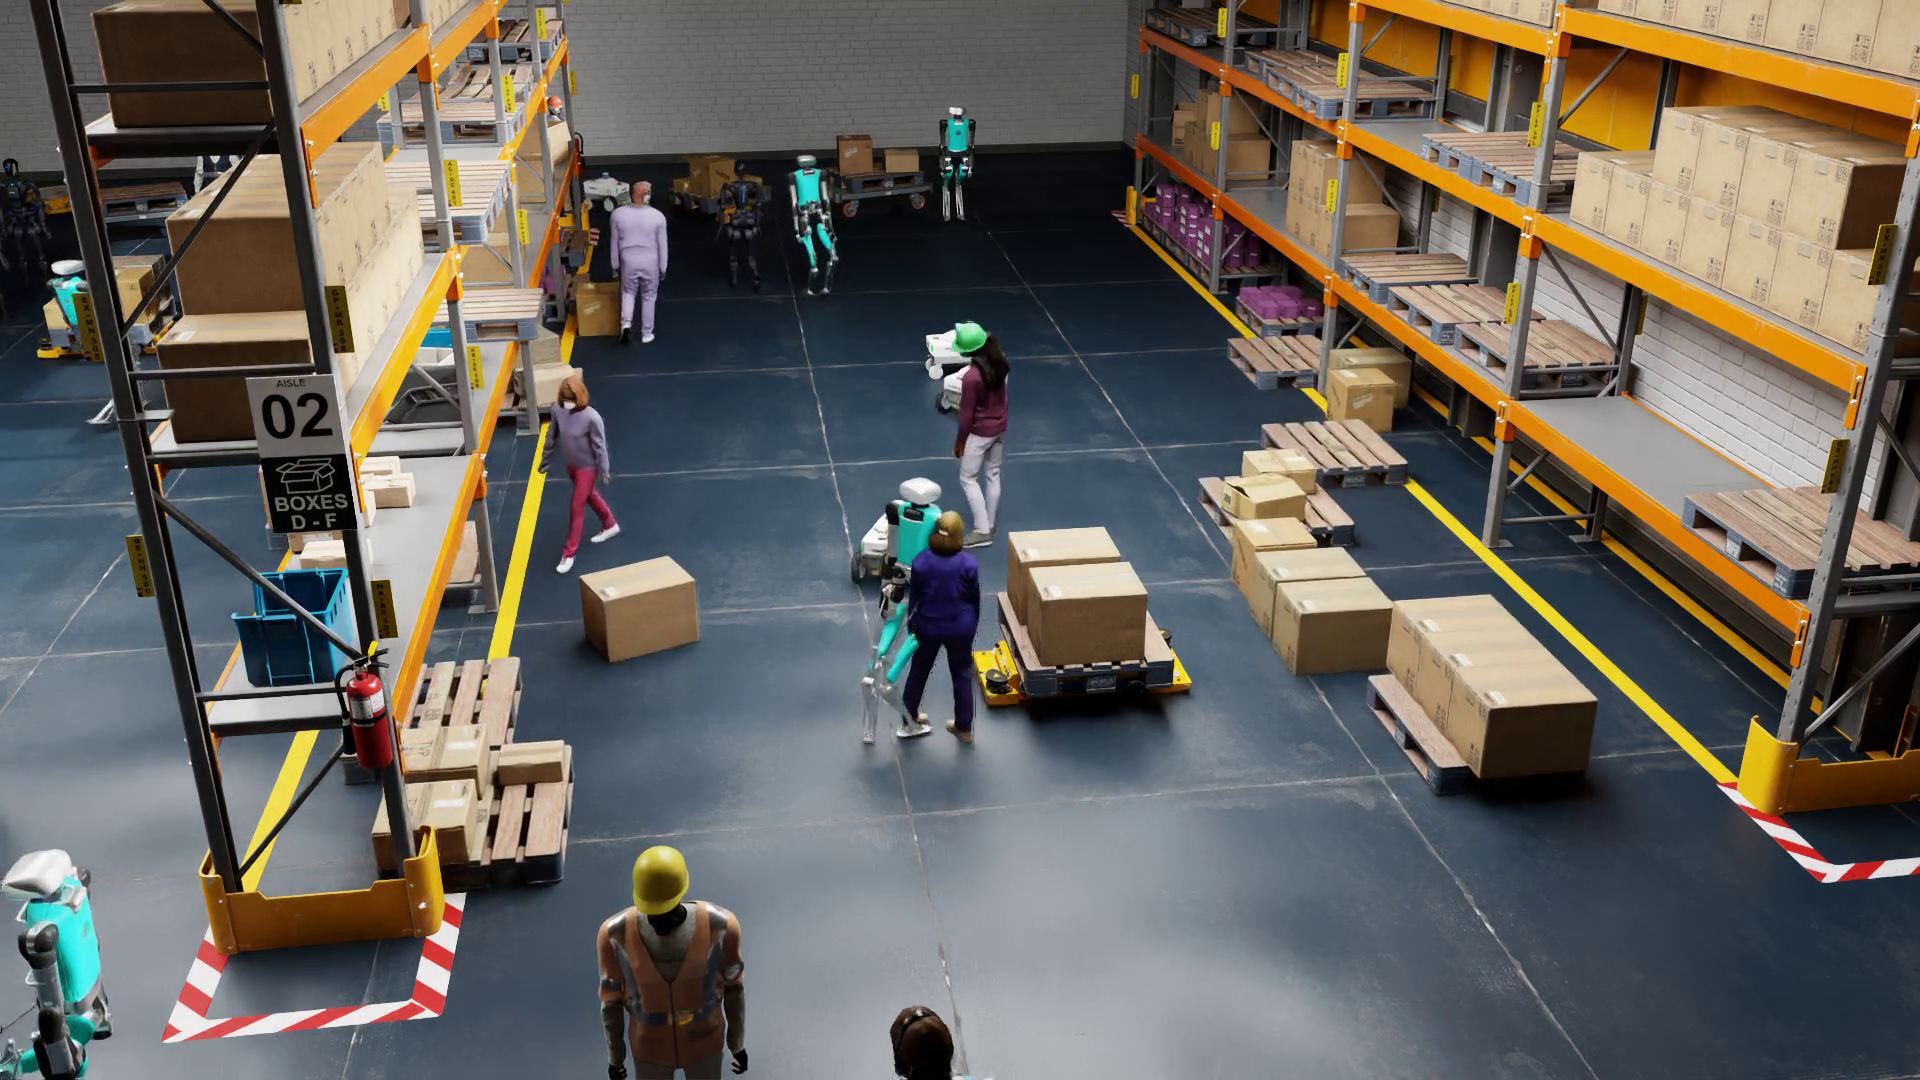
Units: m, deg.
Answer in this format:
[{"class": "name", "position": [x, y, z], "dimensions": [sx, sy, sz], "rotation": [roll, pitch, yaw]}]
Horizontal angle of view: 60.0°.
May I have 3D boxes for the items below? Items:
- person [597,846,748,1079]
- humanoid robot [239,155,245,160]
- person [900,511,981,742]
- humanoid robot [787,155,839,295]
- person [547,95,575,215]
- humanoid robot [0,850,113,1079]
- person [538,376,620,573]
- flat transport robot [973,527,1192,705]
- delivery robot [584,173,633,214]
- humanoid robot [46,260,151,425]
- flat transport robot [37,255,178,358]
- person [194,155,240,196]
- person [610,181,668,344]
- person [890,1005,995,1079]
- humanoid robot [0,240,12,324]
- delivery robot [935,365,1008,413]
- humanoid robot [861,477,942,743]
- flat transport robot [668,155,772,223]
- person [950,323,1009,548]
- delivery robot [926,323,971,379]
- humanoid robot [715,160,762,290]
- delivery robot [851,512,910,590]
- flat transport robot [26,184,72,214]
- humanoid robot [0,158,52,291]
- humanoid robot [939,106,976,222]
[{"class": "person", "position": [-1.170, 2.080, 6.878], "dimensions": [0.592, 1.924, 0.379], "rotation": [-4, 24, -8]}, {"class": "humanoid robot", "position": [-10.899, -5.842, 25.215], "dimensions": [1.002, 1.773, 0.540], "rotation": [19, 30, 36]}, {"class": "person", "position": [-0.129, 0.562, 10.734], "dimensions": [0.521, 1.603, 0.382], "rotation": [2, 24, 4]}, {"class": "humanoid robot", "position": [-1.772, -3.821, 20.569], "dimensions": [0.539, 1.756, 0.936], "rotation": [-10, 25, -21]}, {"class": "person", "position": [-6.035, -5.785, 25.007], "dimensions": [0.563, 1.752, 0.336], "rotation": [15, 28, 31]}, {"class": "humanoid robot", "position": [-4.027, 2.129, 7.048], "dimensions": [0.999, 1.779, 0.530], "rotation": [-4, 24, -8]}, {"class": "person", "position": [-3.057, -0.605, 13.408], "dimensions": [0.589, 1.582, 0.836], "rotation": [15, 28, 31]}, {"class": "flat transport robot", "position": [0.846, 0.881, 11.670], "dimensions": [1.431, 0.231, 0.659], "rotation": [-3, 24, -8]}, {"class": "delivery robot", "position": [-5.377, -5.307, 25.400], "dimensions": [0.765, 0.585, 0.499], "rotation": [13, 27, 28]}, {"class": "humanoid robot", "position": [-8.331, -1.977, 16.350], "dimensions": [0.545, 1.707, 1.031], "rotation": [10, 26, 21]}, {"class": "flat transport robot", "position": [-9.596, -2.273, 18.857], "dimensions": [1.431, 0.231, 0.659], "rotation": [-3, 24, -8]}, {"class": "person", "position": [-10.000, -4.720, 22.576], "dimensions": [0.771, 1.756, 0.445], "rotation": [-4, 24, -8]}, {"class": "person", "position": [-3.601, -3.094, 18.735], "dimensions": [0.668, 1.874, 0.539], "rotation": [0, 24, -1]}, {"class": "person", "position": [-0.143, 2.507, 6.101], "dimensions": [0.662, 1.785, 0.975], "rotation": [-10, 26, -22]}, {"class": "humanoid robot", "position": [-11.542, -3.354, 19.580], "dimensions": [0.608, 1.647, 0.380], "rotation": [-2, 24, -5]}, {"class": "delivery robot", "position": [0.150, -1.558, 16.843], "dimensions": [0.499, 0.572, 0.747], "rotation": [18, 30, 36]}, {"class": "humanoid robot", "position": [-0.410, 0.540, 10.665], "dimensions": [0.532, 1.814, 0.750], "rotation": [18, 29, 35]}, {"class": "flat transport robot", "position": [-3.668, -5.007, 25.084], "dimensions": [1.431, 0.231, 0.659], "rotation": [22, 32, 40]}, {"class": "person", "position": [0.177, -0.868, 13.638], "dimensions": [0.383, 1.903, 0.651], "rotation": [19, 30, 36]}, {"class": "delivery robot", "position": [0.001, -2.052, 17.962], "dimensions": [0.739, 0.566, 0.499], "rotation": [-3, 24, -8]}, {"class": "humanoid robot", "position": [-2.759, -3.942, 20.923], "dimensions": [0.611, 1.645, 0.548], "rotation": [-10, 26, -22]}, {"class": "delivery robot", "position": [-0.532, 0.027, 13.252], "dimensions": [0.499, 0.587, 0.772], "rotation": [7, 25, 15]}, {"class": "flat transport robot", "position": [-13.902, -5.260, 25.662], "dimensions": [0.659, 0.231, 1.431], "rotation": [-18, 30, -36]}, {"class": "humanoid robot", "position": [-11.796, -3.982, 20.980], "dimensions": [0.599, 1.657, 0.315], "rotation": [-3, 24, -8]}, {"class": "humanoid robot", "position": [-0.075, -5.511, 24.242], "dimensions": [0.533, 1.676, 0.735], "rotation": [-3, 24, -8]}]
